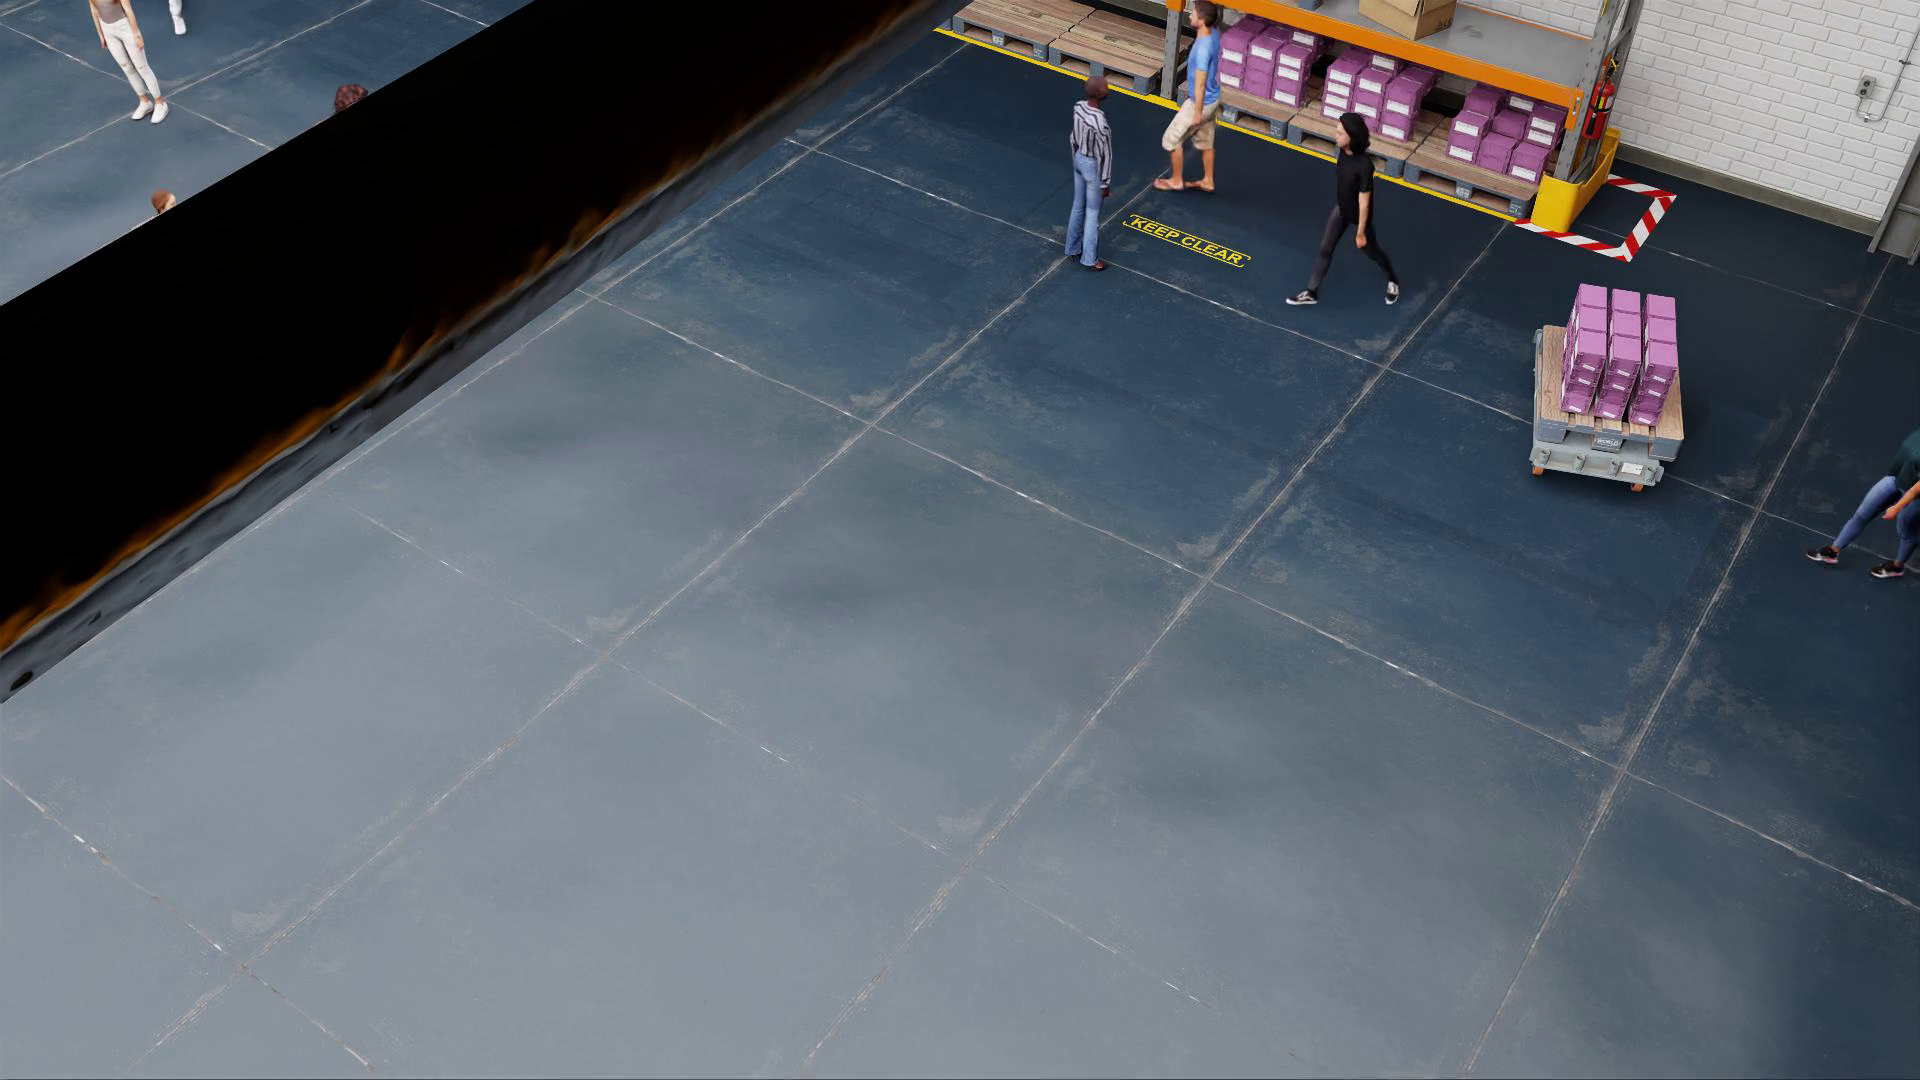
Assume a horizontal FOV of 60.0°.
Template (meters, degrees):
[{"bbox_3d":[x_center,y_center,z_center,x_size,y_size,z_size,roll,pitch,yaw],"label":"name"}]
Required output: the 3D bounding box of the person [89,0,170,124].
[{"bbox_3d":[-8.051,-4.870,15.993,0.610,1.715,0.730,7,44,7],"label":"person"}]

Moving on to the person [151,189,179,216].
[{"bbox_3d":[-6.479,-2.374,13.764,0.882,1.174,0.771,-1,44,-1],"label":"person"}]

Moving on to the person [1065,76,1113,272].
[{"bbox_3d":[1.100,-3.102,14.079,0.752,1.796,0.611,-22,48,-21],"label":"person"}]

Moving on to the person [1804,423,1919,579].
[{"bbox_3d":[6.558,-0.329,11.317,1.015,1.590,0.895,-1,44,-1],"label":"person"}]

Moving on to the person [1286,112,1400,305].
[{"bbox_3d":[3.329,-2.695,13.668,1.204,1.773,1.261,-17,46,-17],"label":"person"}]

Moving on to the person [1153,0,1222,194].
[{"bbox_3d":[2.251,-3.915,14.898,0.869,1.843,0.746,15,46,16],"label":"person"}]
